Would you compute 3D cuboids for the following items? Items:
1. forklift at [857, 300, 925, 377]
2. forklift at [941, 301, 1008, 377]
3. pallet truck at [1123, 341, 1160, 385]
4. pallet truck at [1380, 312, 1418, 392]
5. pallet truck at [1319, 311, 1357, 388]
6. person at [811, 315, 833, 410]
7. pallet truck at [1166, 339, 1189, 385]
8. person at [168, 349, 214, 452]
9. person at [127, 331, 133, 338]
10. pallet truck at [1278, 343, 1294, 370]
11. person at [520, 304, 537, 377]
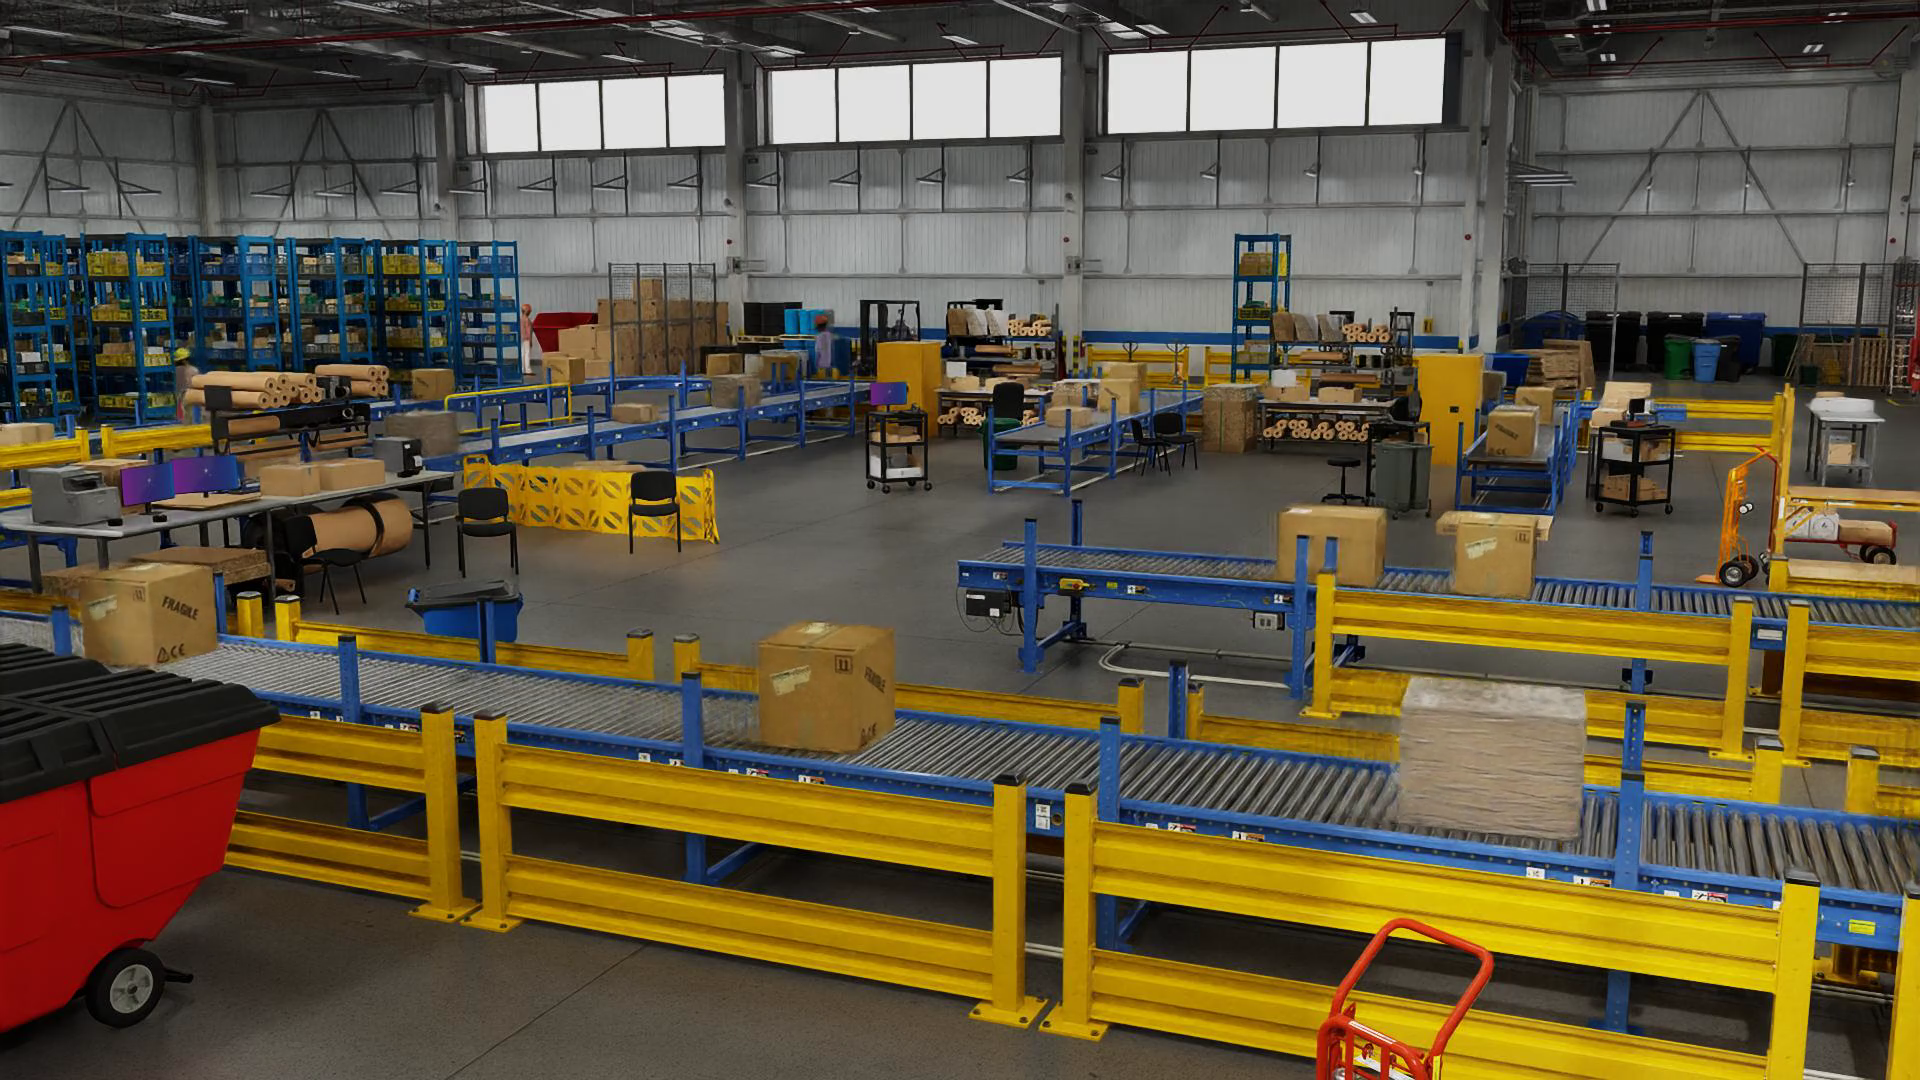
[{"bbox_3d":[-1.732,-5.109,42.468,1.157,1.987,2.680,4,10,22],"label":"forklift"},{"bbox_3d":[0.365,-4.966,41.571,1.157,1.987,2.680,3,10,20],"label":"forklift"},{"bbox_3d":[4.445,-4.380,41.279,0.680,1.201,1.601,4,10,22],"label":"pallet truck"},{"bbox_3d":[10.207,-4.283,38.369,0.823,1.965,1.885,3,10,20],"label":"pallet truck"},{"bbox_3d":[9.071,-4.419,39.190,0.823,1.965,1.885,5,10,26],"label":"pallet truck"},{"bbox_3d":[-2.824,-3.619,34.226,0.475,2.031,0.643,3,10,16],"label":"person"},{"bbox_3d":[5.418,-4.269,40.420,0.704,1.261,1.522,3,10,20],"label":"pallet truck"},{"bbox_3d":[-12.624,-2.283,27.175,0.587,1.683,0.949,3,10,17],"label":"person"},{"bbox_3d":[-18.442,-4.039,37.342,0.567,1.847,0.389,-2,10,-10],"label":"person"},{"bbox_3d":[7.886,-4.163,39.743,0.653,1.274,1.630,4,10,22],"label":"pallet truck"},{"bbox_3d":[-11.892,-5.473,45.614,0.394,1.985,0.608,-8,12,-41],"label":"person"}]
